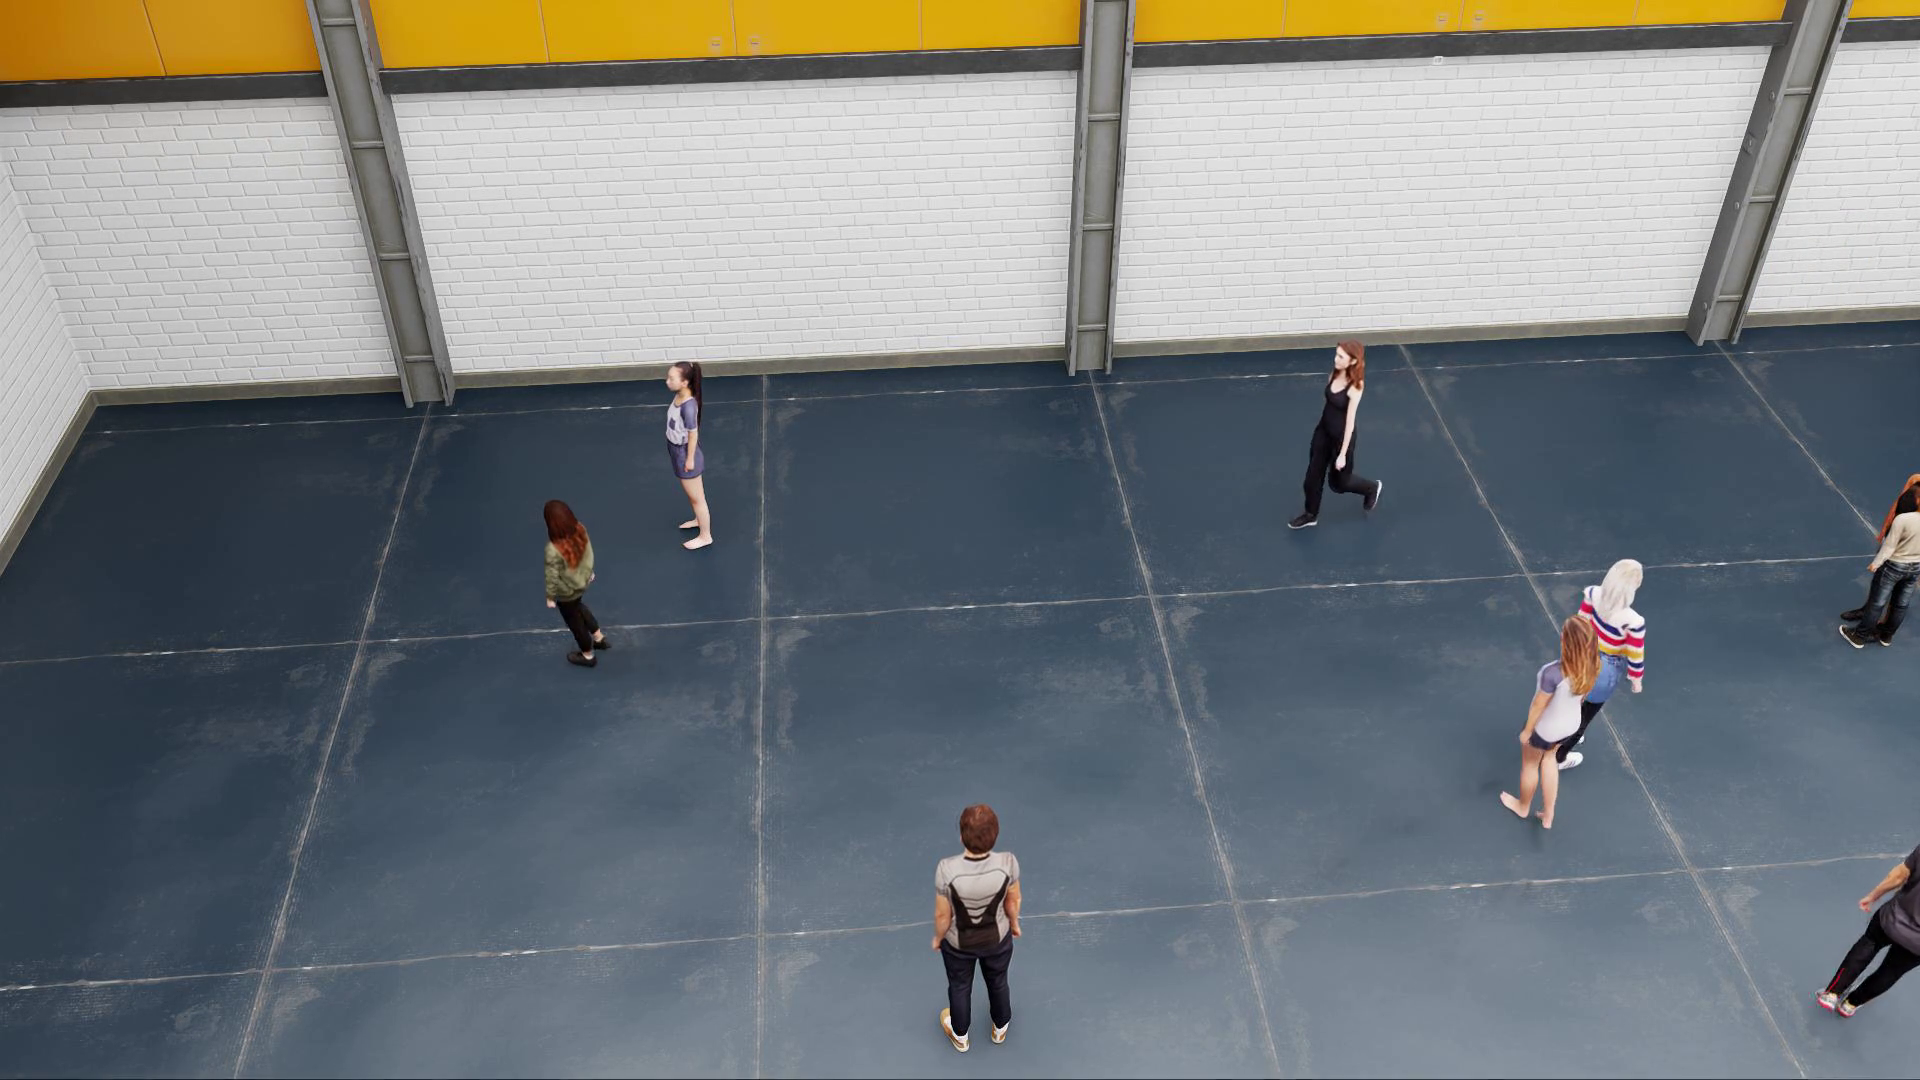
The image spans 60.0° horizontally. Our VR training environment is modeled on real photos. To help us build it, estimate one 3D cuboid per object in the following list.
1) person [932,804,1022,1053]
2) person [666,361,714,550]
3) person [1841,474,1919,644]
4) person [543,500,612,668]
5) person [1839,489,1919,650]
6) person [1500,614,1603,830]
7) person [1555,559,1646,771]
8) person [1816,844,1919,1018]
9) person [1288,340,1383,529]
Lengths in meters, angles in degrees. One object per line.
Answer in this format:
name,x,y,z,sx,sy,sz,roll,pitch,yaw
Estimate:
person,0.094,2.162,9.213,0.514,1.895,0.734,-7,39,-8
person,-2.110,-0.678,12.967,0.595,1.647,0.636,-9,40,-12
person,6.886,0.026,12.074,0.555,1.663,0.618,-9,40,-11
person,-2.703,0.338,11.838,0.700,1.469,0.685,12,40,15
person,6.814,0.185,12.033,0.446,1.465,0.602,-2,39,-2
person,3.784,1.186,10.571,0.711,1.725,0.775,-14,41,-17
person,4.120,0.866,10.914,0.705,1.798,0.727,-13,41,-16
person,5.281,2.214,9.279,0.894,1.731,0.930,31,48,33
person,3.044,-0.814,13.075,1.101,1.726,0.838,-17,42,-20
